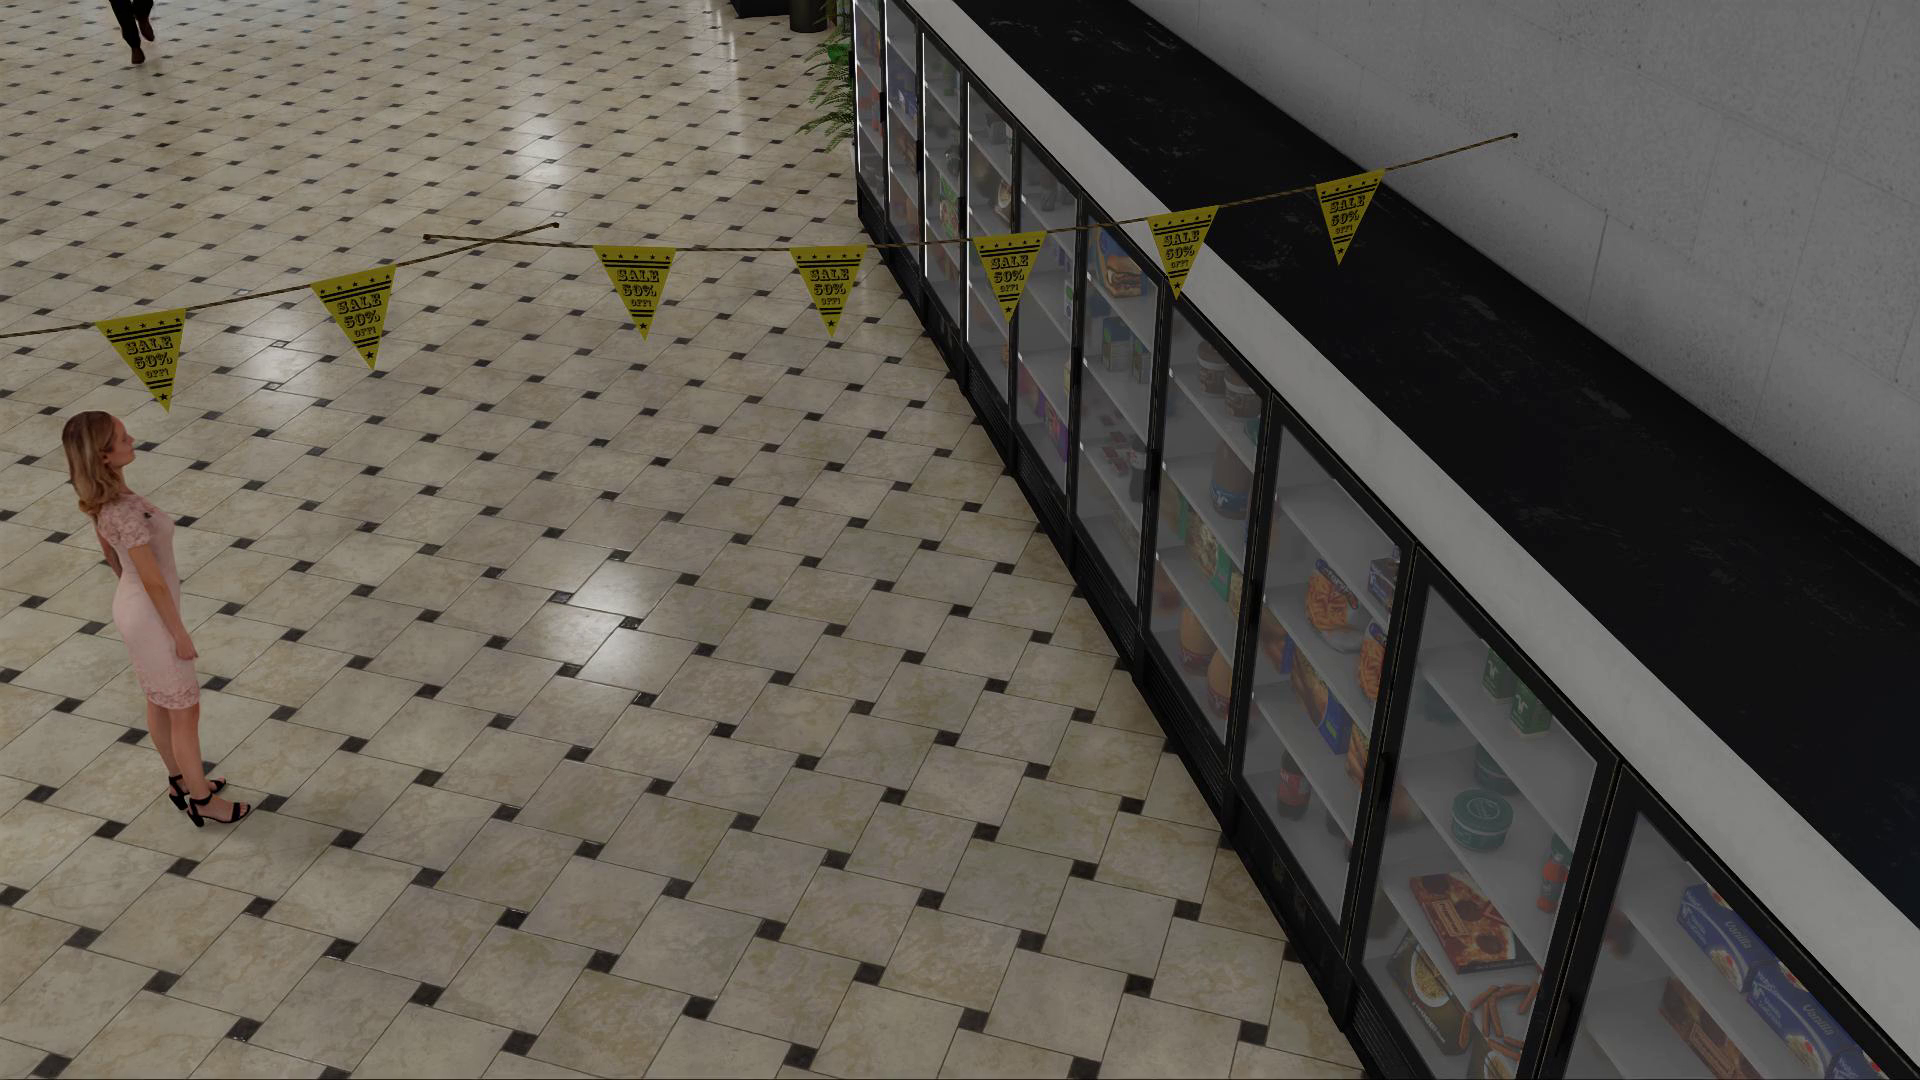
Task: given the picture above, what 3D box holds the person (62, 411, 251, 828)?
[{"bbox_3d":[-3.114,0.329,6.388,0.646,1.829,0.644,-26,40,-35],"label":"person"}]
